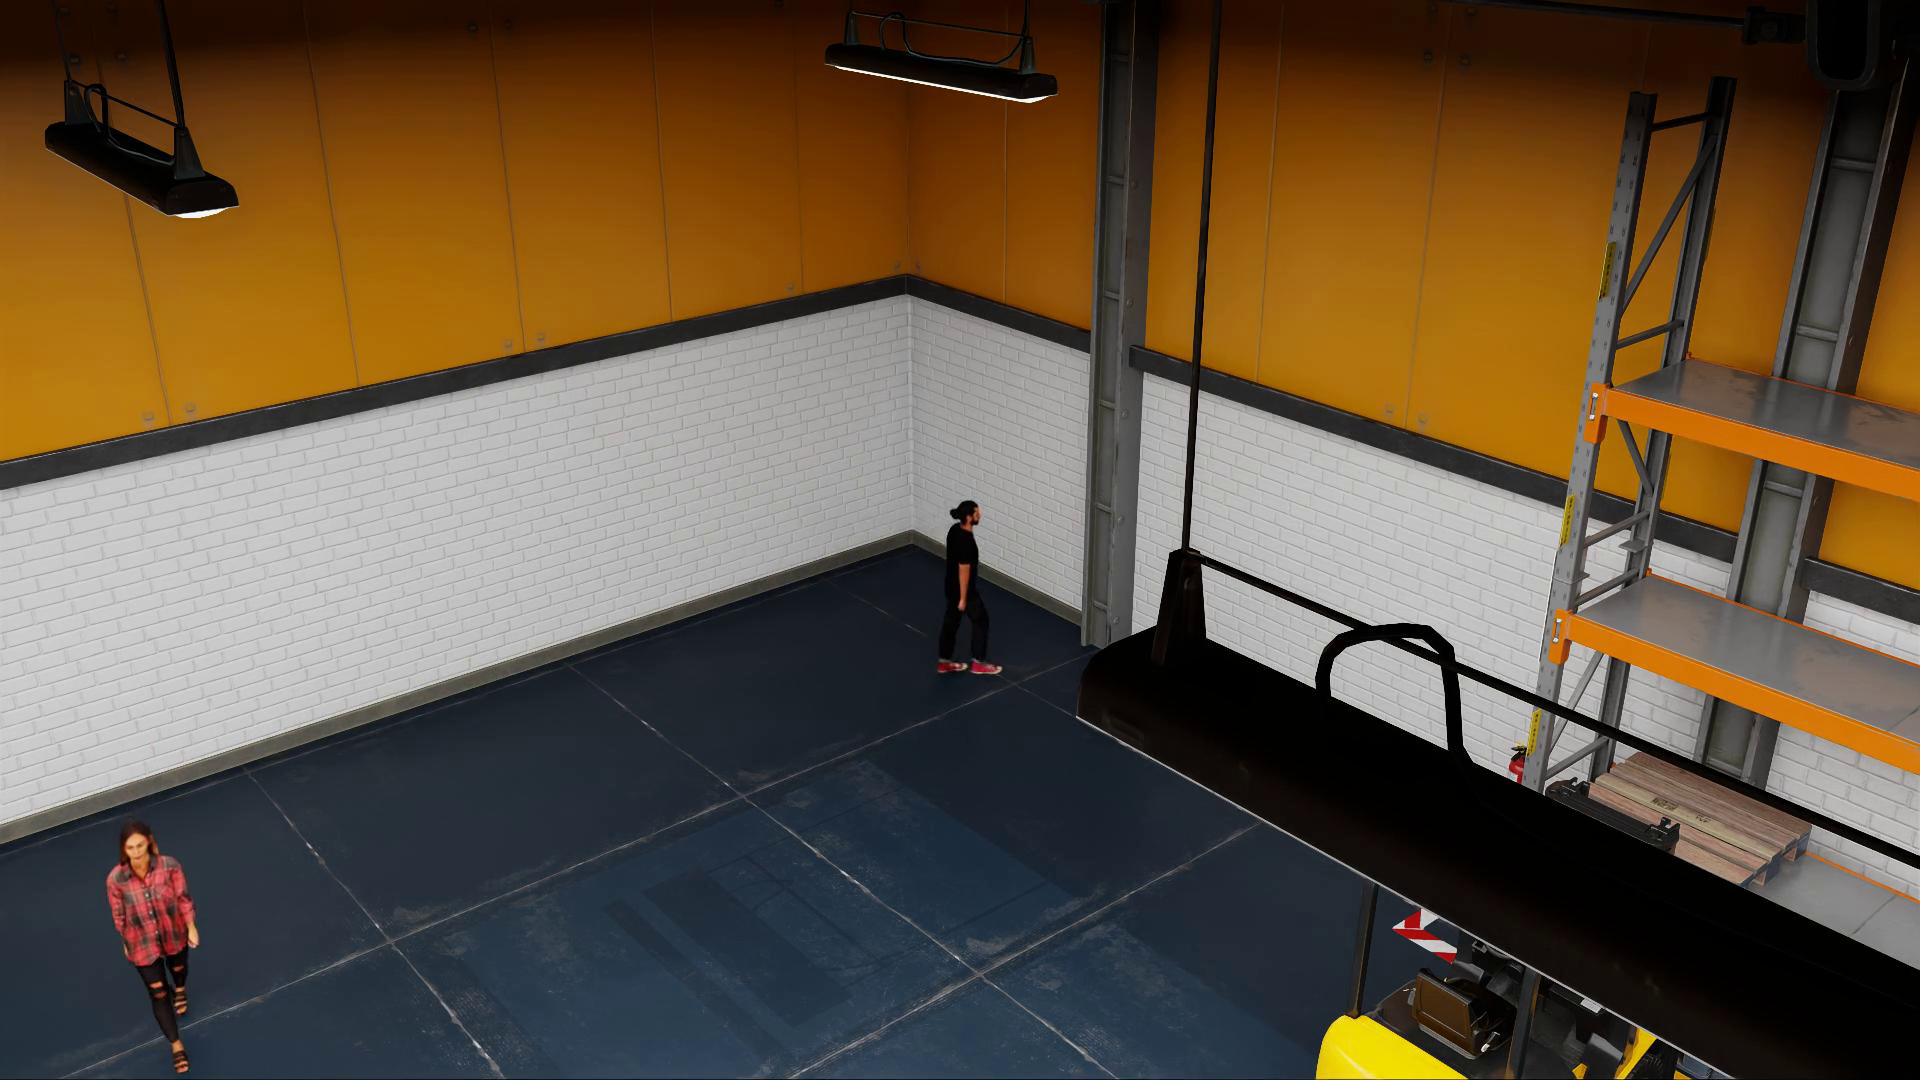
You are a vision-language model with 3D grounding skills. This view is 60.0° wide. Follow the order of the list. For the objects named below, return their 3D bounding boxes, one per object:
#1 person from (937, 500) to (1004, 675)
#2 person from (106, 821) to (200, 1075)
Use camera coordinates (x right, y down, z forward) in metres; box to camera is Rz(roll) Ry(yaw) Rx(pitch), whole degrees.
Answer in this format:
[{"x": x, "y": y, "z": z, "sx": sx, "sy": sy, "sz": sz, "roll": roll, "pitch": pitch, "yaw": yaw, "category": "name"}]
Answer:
[{"x": -0.065, "y": 0.462, "z": 15.312, "sx": 0.872, "sy": 1.738, "sz": 0.857, "roll": -8, "pitch": 25, "yaw": -18, "category": "person"}, {"x": -5.150, "y": 2.516, "z": 10.701, "sx": 0.751, "sy": 1.668, "sz": 1.118, "roll": -13, "pitch": 27, "yaw": -26, "category": "person"}]
